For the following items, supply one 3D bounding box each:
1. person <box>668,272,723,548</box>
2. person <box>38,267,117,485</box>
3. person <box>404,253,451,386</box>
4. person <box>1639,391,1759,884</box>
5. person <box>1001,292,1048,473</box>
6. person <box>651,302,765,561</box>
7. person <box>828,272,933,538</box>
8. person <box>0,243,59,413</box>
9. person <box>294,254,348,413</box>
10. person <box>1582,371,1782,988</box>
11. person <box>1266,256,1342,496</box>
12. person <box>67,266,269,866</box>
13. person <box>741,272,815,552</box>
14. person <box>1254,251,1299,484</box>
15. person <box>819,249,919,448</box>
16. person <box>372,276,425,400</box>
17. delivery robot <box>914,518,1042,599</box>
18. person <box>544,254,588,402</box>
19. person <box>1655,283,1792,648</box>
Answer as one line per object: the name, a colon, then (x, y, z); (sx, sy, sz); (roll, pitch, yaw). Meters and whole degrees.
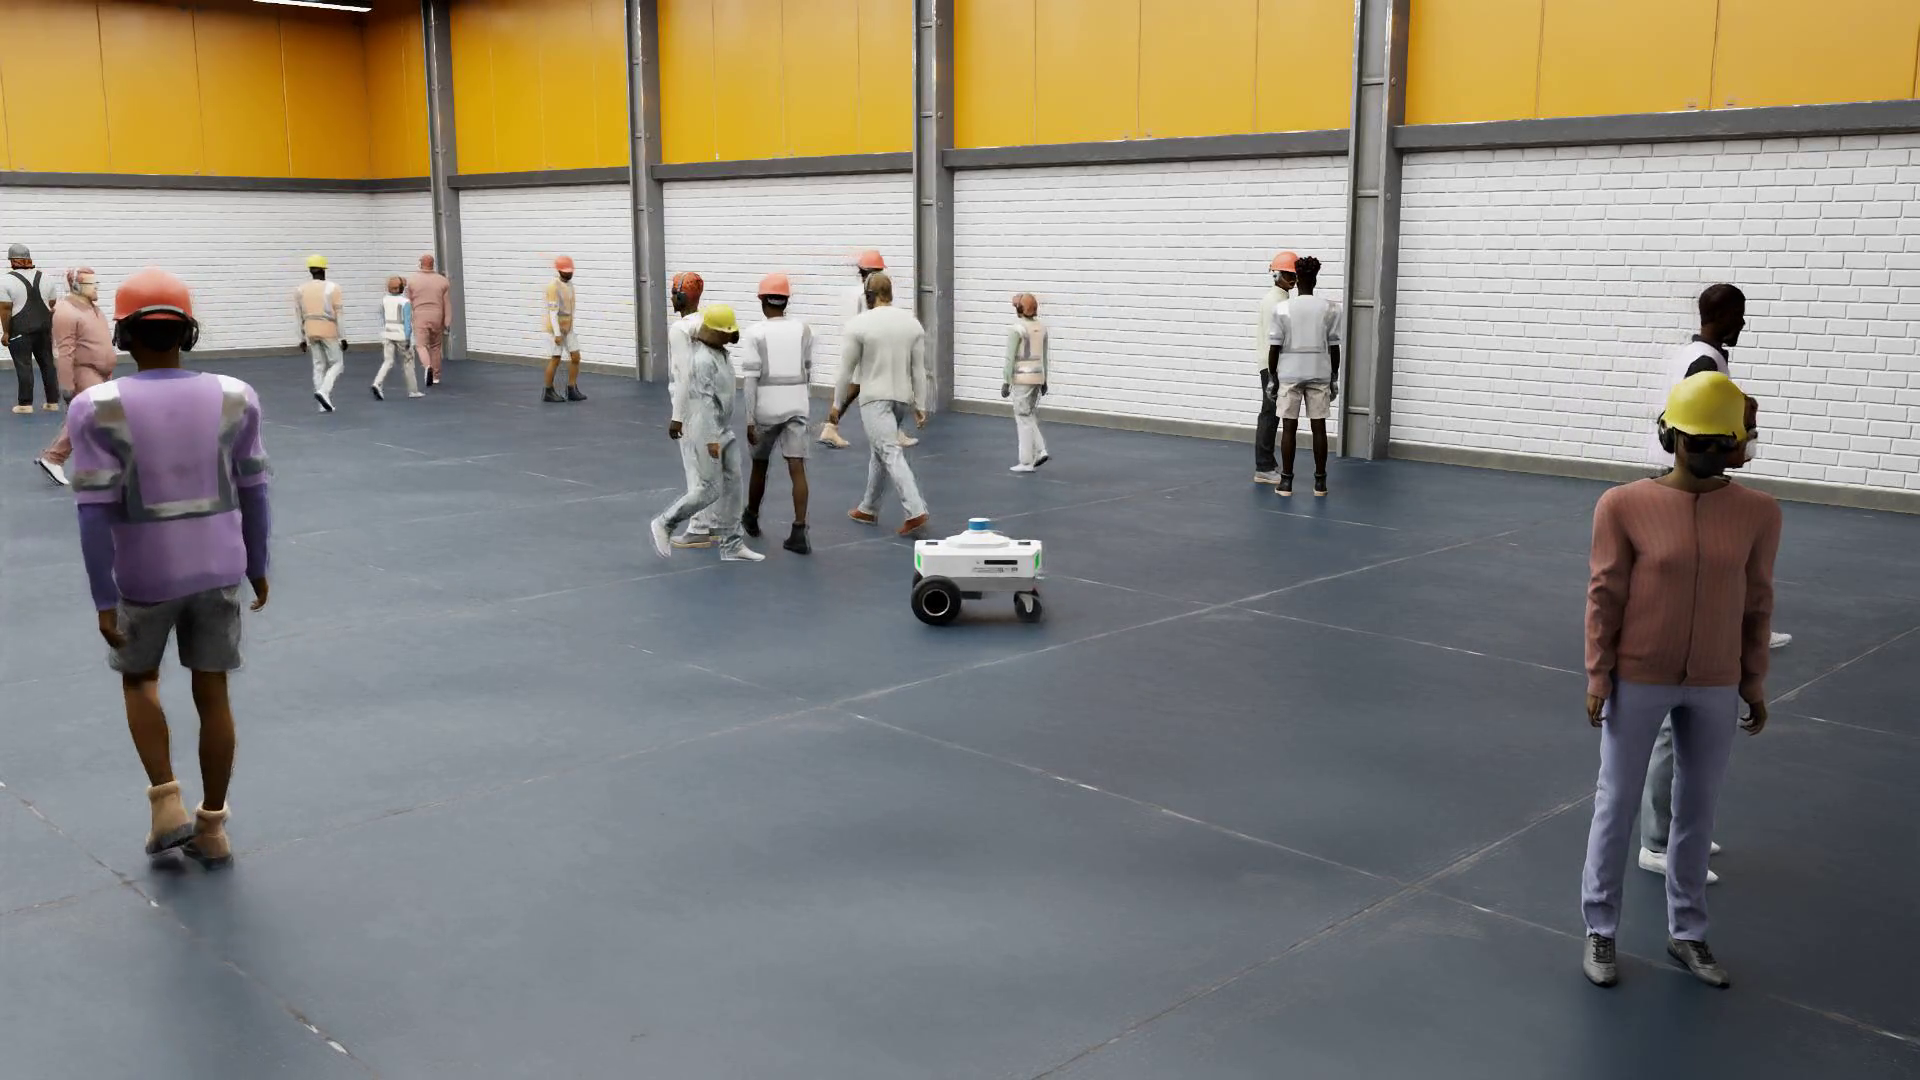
person: (-1.825, -0.885, 11.403); (0.362, 1.882, 0.576); (4, 11, 18)
person: (-7.419, -1.368, 14.067); (0.892, 1.879, 0.651); (-1, 10, -3)
person: (-7.543, -3.124, 23.620); (0.645, 1.880, 0.805); (-5, 12, -26)
person: (2.471, 0.309, 5.570); (0.266, 1.631, 0.507); (5, 12, 26)
person: (0.581, -1.410, 14.979); (0.368, 1.626, 0.515); (8, 13, 36)
person: (-1.654, -0.688, 10.784); (0.634, 1.707, 0.506); (3, 11, 14)
person: (-0.513, -0.976, 11.936); (0.642, 1.889, 1.054); (-8, 13, -37)
person: (-11.289, -2.557, 20.089); (0.537, 2.000, 0.675); (6, 12, 32)
person: (-7.659, -2.466, 19.936); (0.612, 1.913, 0.491); (1, 10, 7)
person: (2.029, 0.402, 4.710); (0.523, 1.765, 0.316); (0, 10, 2)
person: (2.810, -1.333, 13.615); (0.607, 1.966, 0.373); (1, 10, 5)
person: (-2.636, 0.103, 5.615); (0.625, 2.024, 0.442); (-8, 13, -36)
person: (-1.262, -0.893, 11.446); (0.543, 1.870, 1.038); (-5, 11, -23)
person: (2.762, -1.493, 14.414); (0.390, 1.990, 0.619); (4, 11, 19)
person: (-0.951, -1.902, 16.651); (1.025, 1.999, 0.621); (-4, 11, -19)
person: (-7.369, -2.634, 21.679); (0.521, 1.613, 0.744); (4, 11, 22)
delivery robot: (0.102, 0.121, 9.281); (0.707, 0.478, 0.477); (0, 10, 0)
person: (-5.067, -2.679, 21.149); (0.711, 1.886, 0.558); (5, 11, 25)
person: (3.928, -0.388, 8.689); (0.829, 1.880, 0.615); (4, 11, 20)
